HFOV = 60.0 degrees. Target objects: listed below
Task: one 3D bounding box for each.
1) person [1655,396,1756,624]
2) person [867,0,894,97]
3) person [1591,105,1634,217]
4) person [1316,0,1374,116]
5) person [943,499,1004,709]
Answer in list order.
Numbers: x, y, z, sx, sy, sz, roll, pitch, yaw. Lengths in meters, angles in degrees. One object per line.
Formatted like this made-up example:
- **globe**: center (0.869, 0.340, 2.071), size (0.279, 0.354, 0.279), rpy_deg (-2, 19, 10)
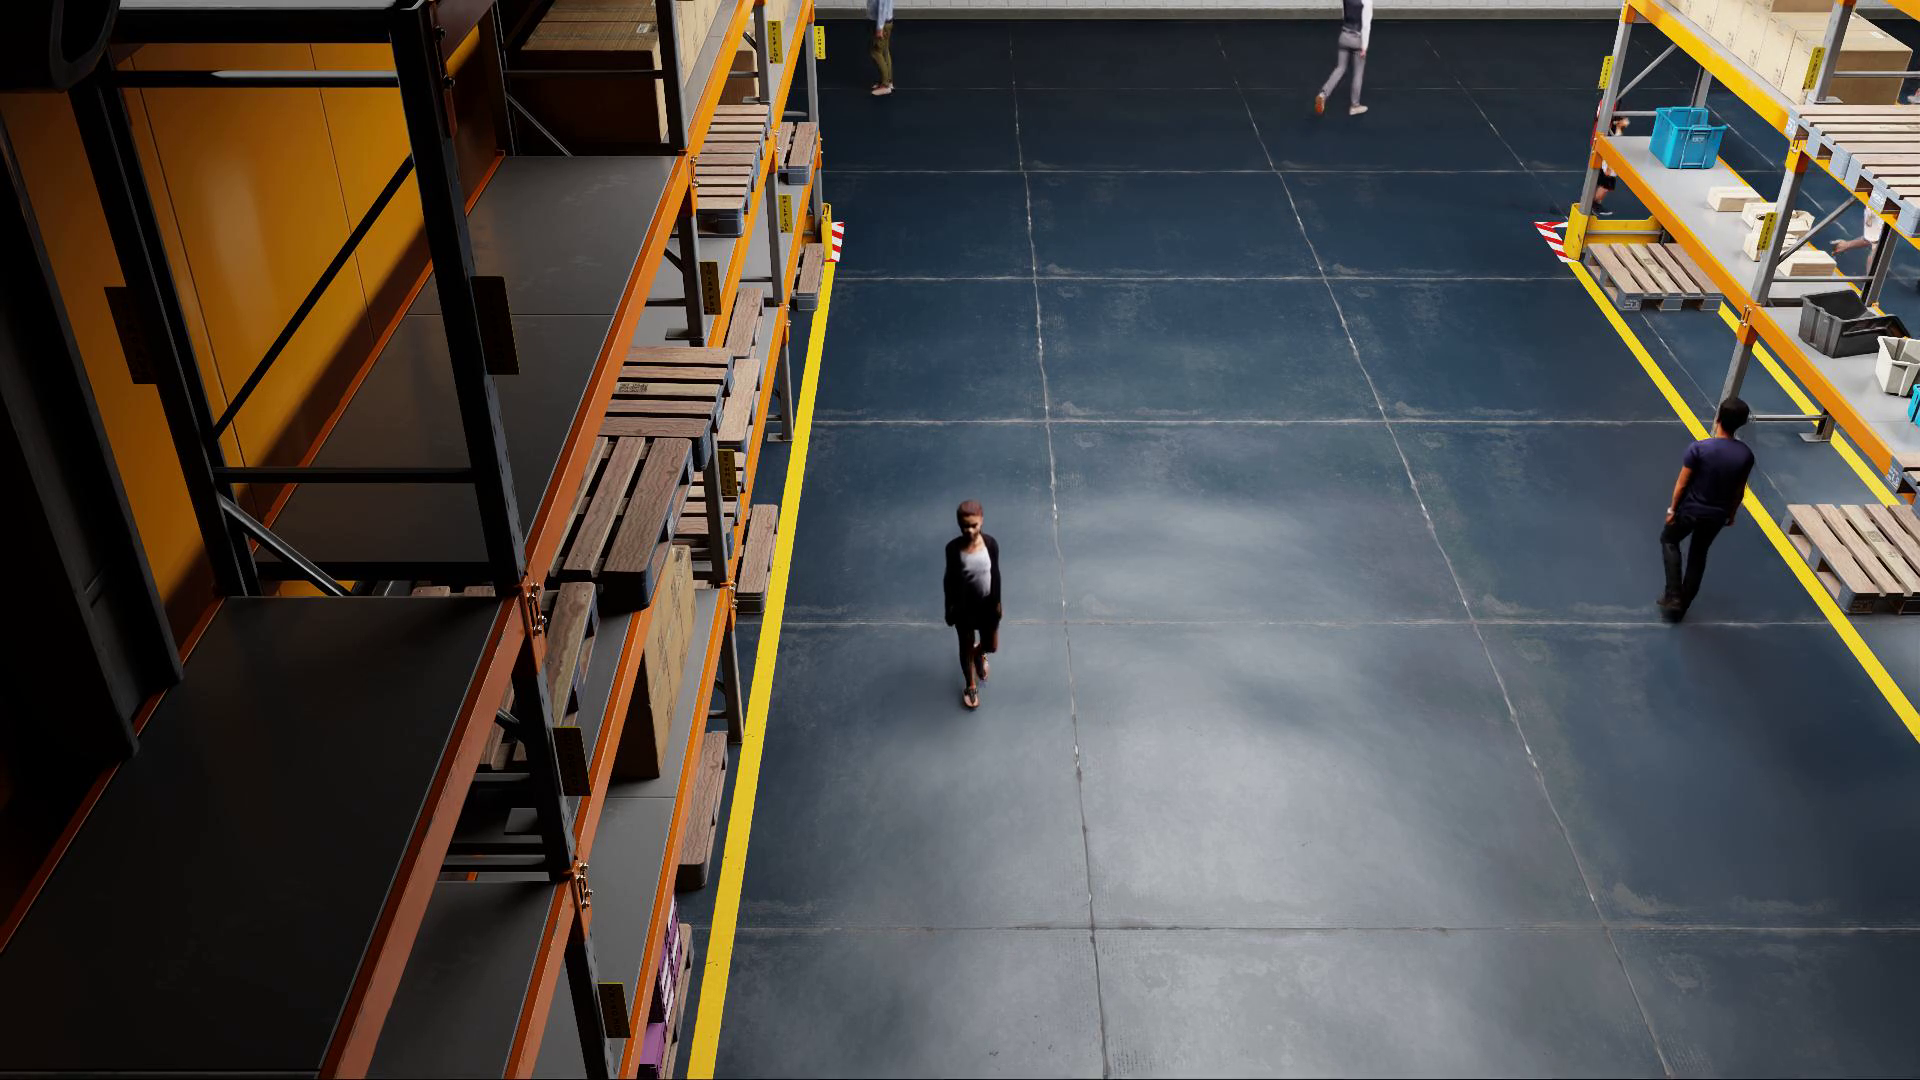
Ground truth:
- **person**: center (5.261, -0.150, 11.754), size (0.685, 1.778, 0.649), rpy_deg (4, 34, 5)
- **person**: center (-1.043, -6.732, 21.636), size (0.768, 1.800, 0.501), rpy_deg (6, 34, 9)
- **person**: center (7.077, -4.163, 18.267), size (0.639, 1.251, 0.555), rpy_deg (10, 35, 15)
- **person**: center (4.846, -6.237, 20.788), size (1.097, 1.915, 1.111), rpy_deg (-21, 39, -28)
- **person**: center (0.085, 0.373, 11.174), size (0.599, 1.550, 0.718), rpy_deg (-4, 34, -6)
